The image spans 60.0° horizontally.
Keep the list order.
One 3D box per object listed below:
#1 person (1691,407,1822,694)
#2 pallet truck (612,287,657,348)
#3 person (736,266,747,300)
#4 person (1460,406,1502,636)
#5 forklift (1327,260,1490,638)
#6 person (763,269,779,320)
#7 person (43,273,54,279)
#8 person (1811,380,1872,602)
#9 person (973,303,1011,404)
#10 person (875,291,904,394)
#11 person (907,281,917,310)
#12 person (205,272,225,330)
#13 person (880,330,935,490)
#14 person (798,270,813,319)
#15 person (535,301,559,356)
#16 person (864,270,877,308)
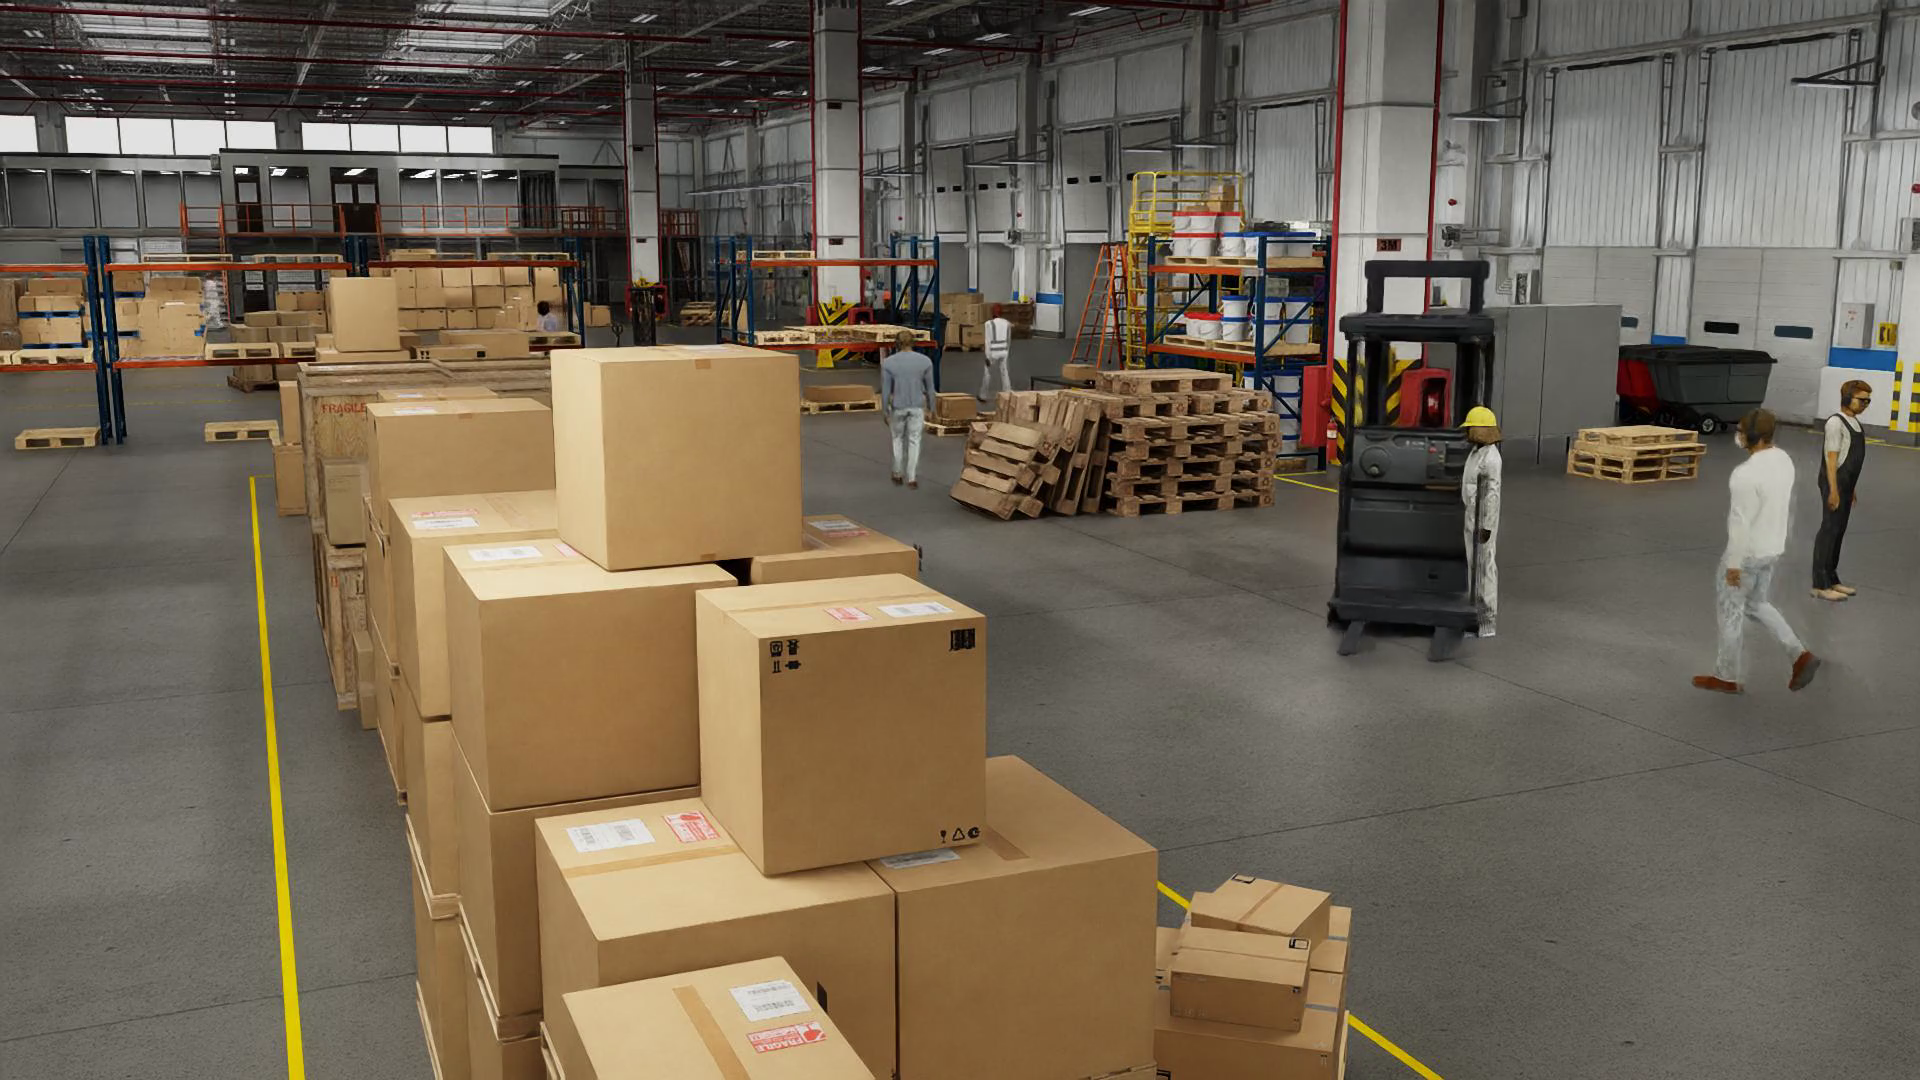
[{"bbox_3d":[5.219,0.096,10.815,0.638,1.918,0.673,-8,13,-37],"label":"person"},{"bbox_3d":[-6.464,-4.406,35.401,0.823,1.965,1.885,6,12,32],"label":"pallet truck"},{"bbox_3d":[-8.766,-9.944,66.064,0.603,1.949,0.384,1,10,3],"label":"person"},{"bbox_3d":[3.918,-0.141,12.602,0.320,1.742,0.492,0,10,0],"label":"person"},{"bbox_3d":[3.632,-0.812,13.161,1.129,2.768,1.873,4,11,19],"label":"forklift"},{"bbox_3d":[-6.945,-9.052,61.201,0.594,1.925,0.377,0,10,-2],"label":"person"},{"bbox_3d":[-24.888,-6.271,45.558,0.611,2.043,0.375,0,10,0],"label":"person"},{"bbox_3d":[7.344,-0.416,13.853,0.345,1.840,0.504,10,14,42],"label":"person"},{"bbox_3d":[0.625,-3.321,29.873,0.611,1.831,0.959,-7,12,-33],"label":"person"},{"bbox_3d":[-1.366,-3.780,31.953,0.622,1.997,0.371,6,12,29],"label":"person"},{"bbox_3d":[-1.513,-7.811,55.060,0.747,1.671,0.530,-6,12,-32],"label":"person"},{"bbox_3d":[-24.529,-7.830,54.529,0.898,1.915,0.637,-9,14,-42],"label":"person"},{"bbox_3d":[-0.635,-1.574,20.078,0.648,1.929,0.653,-1,10,-3],"label":"person"},{"bbox_3d":[-5.661,-9.126,61.899,0.814,1.812,0.645,4,11,21],"label":"person"},{"bbox_3d":[-8.048,-3.746,32.333,0.967,1.792,0.637,-9,14,-41],"label":"person"},{"bbox_3d":[-3.399,-9.056,61.462,1.032,1.855,0.653,7,12,33],"label":"person"}]
